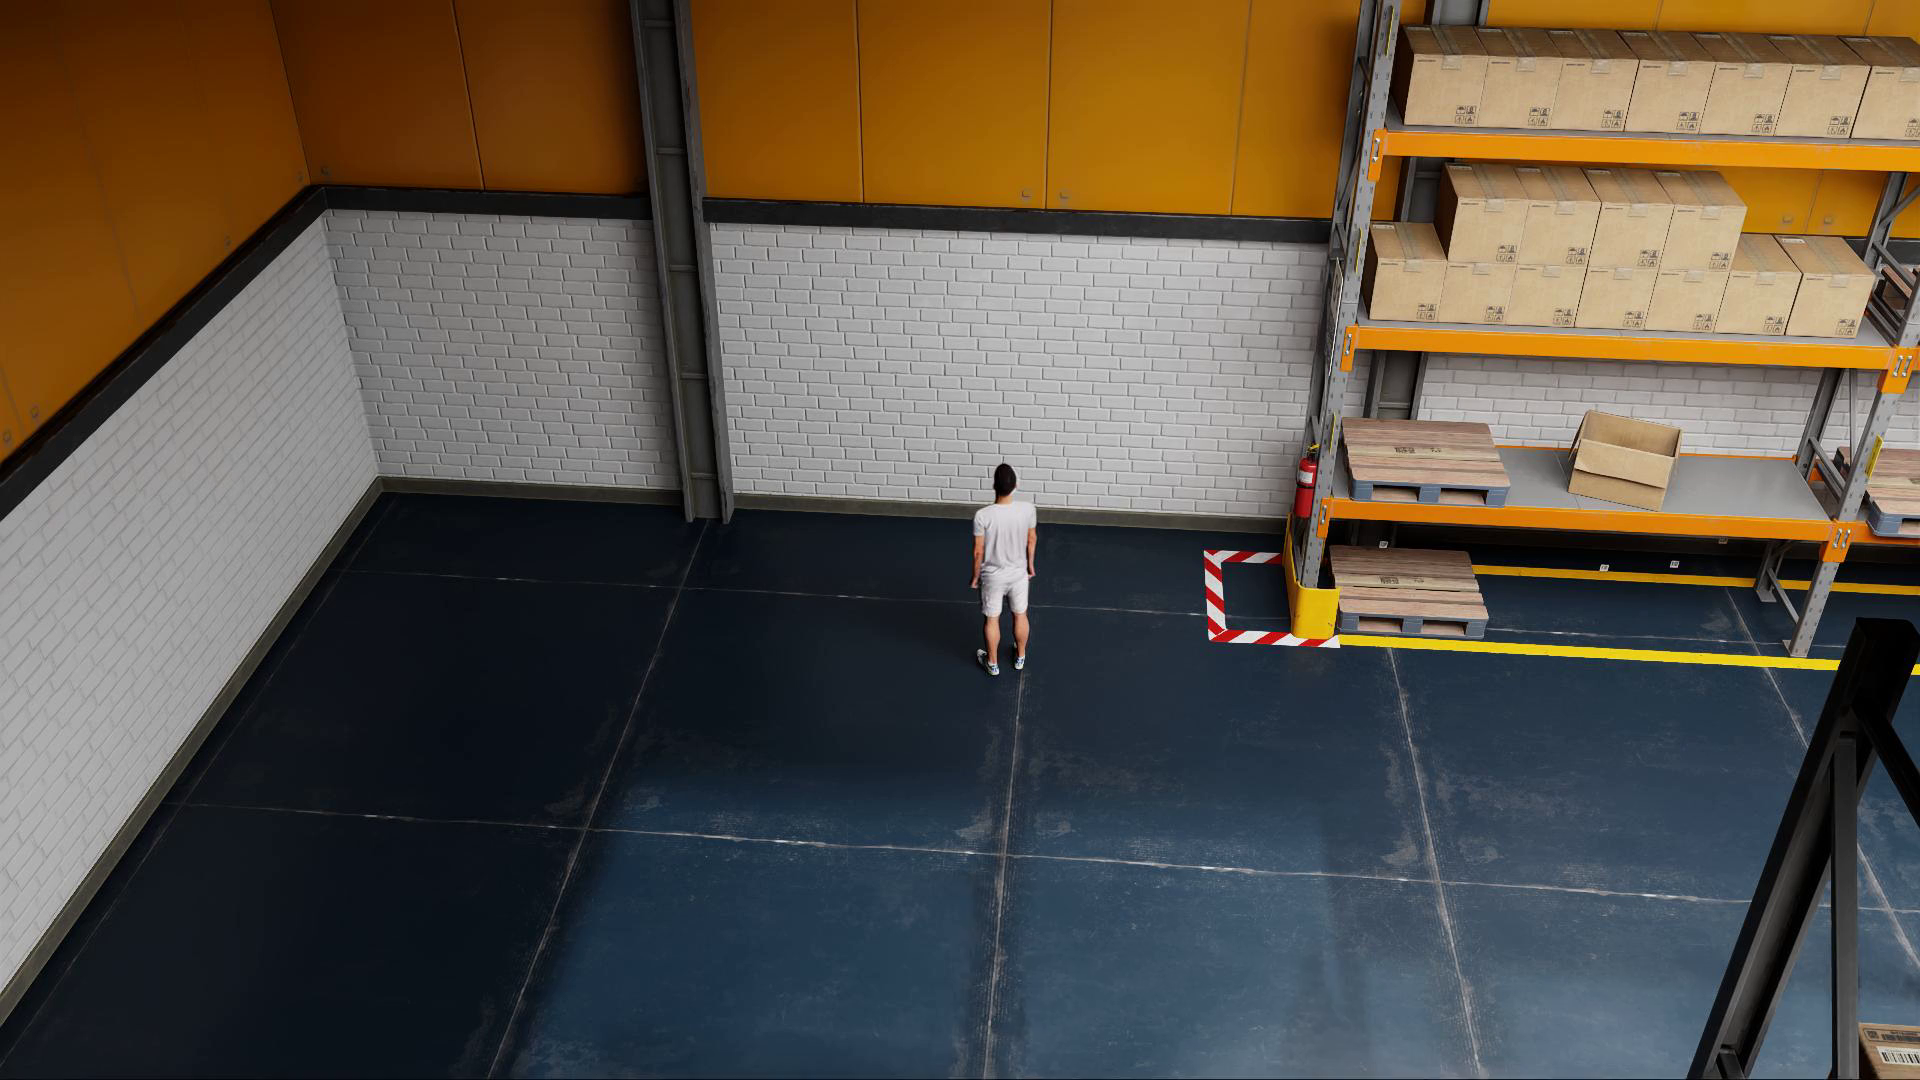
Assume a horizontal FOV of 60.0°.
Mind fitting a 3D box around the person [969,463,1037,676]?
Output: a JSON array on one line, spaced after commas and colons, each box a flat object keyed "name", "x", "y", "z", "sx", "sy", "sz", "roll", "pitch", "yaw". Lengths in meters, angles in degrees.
[{"name": "person", "x": 0.335, "y": 0.233, "z": 12.969, "sx": 0.645, "sy": 1.854, "sz": 0.818, "roll": -10, "pitch": 35, "yaw": -15}]
